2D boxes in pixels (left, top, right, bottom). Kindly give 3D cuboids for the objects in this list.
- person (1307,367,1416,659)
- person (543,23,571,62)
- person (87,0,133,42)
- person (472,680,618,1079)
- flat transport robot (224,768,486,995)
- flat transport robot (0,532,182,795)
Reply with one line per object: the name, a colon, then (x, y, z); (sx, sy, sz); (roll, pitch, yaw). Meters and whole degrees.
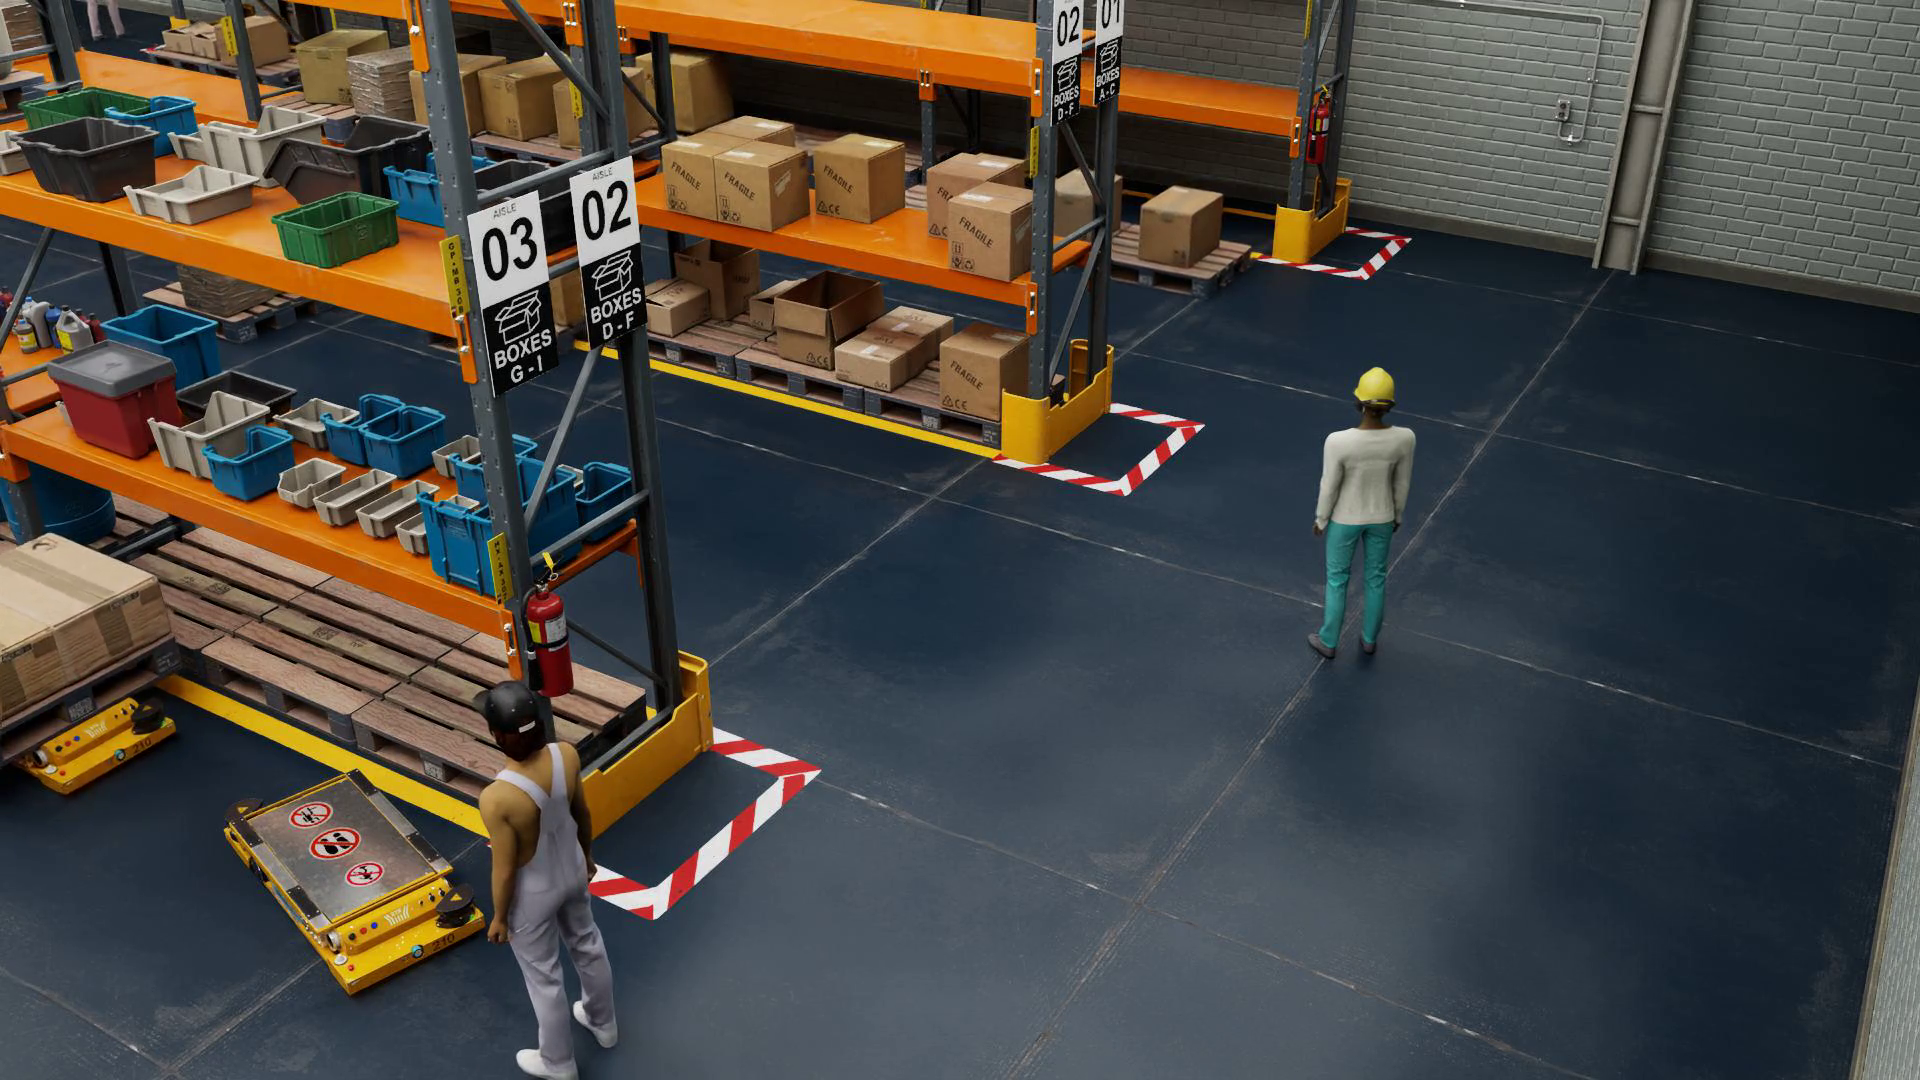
person: (2.243, -0.134, 9.337); (0.524, 1.768, 0.313); (-4, 29, -7)
person: (-4.121, -4.471, 17.186); (0.318, 1.699, 0.532); (-24, 37, -36)
person: (-12.071, -7.905, 23.209); (0.585, 1.839, 0.443); (4, 29, 8)
person: (-1.679, 1.345, 6.583); (0.388, 1.861, 0.531); (18, 34, 30)
flat transport robot: (-2.885, 1.553, 7.847); (0.659, 0.231, 1.431); (-24, 37, -36)
flat transport robot: (-4.989, 0.921, 8.981); (1.431, 0.231, 0.659); (16, 33, 27)
